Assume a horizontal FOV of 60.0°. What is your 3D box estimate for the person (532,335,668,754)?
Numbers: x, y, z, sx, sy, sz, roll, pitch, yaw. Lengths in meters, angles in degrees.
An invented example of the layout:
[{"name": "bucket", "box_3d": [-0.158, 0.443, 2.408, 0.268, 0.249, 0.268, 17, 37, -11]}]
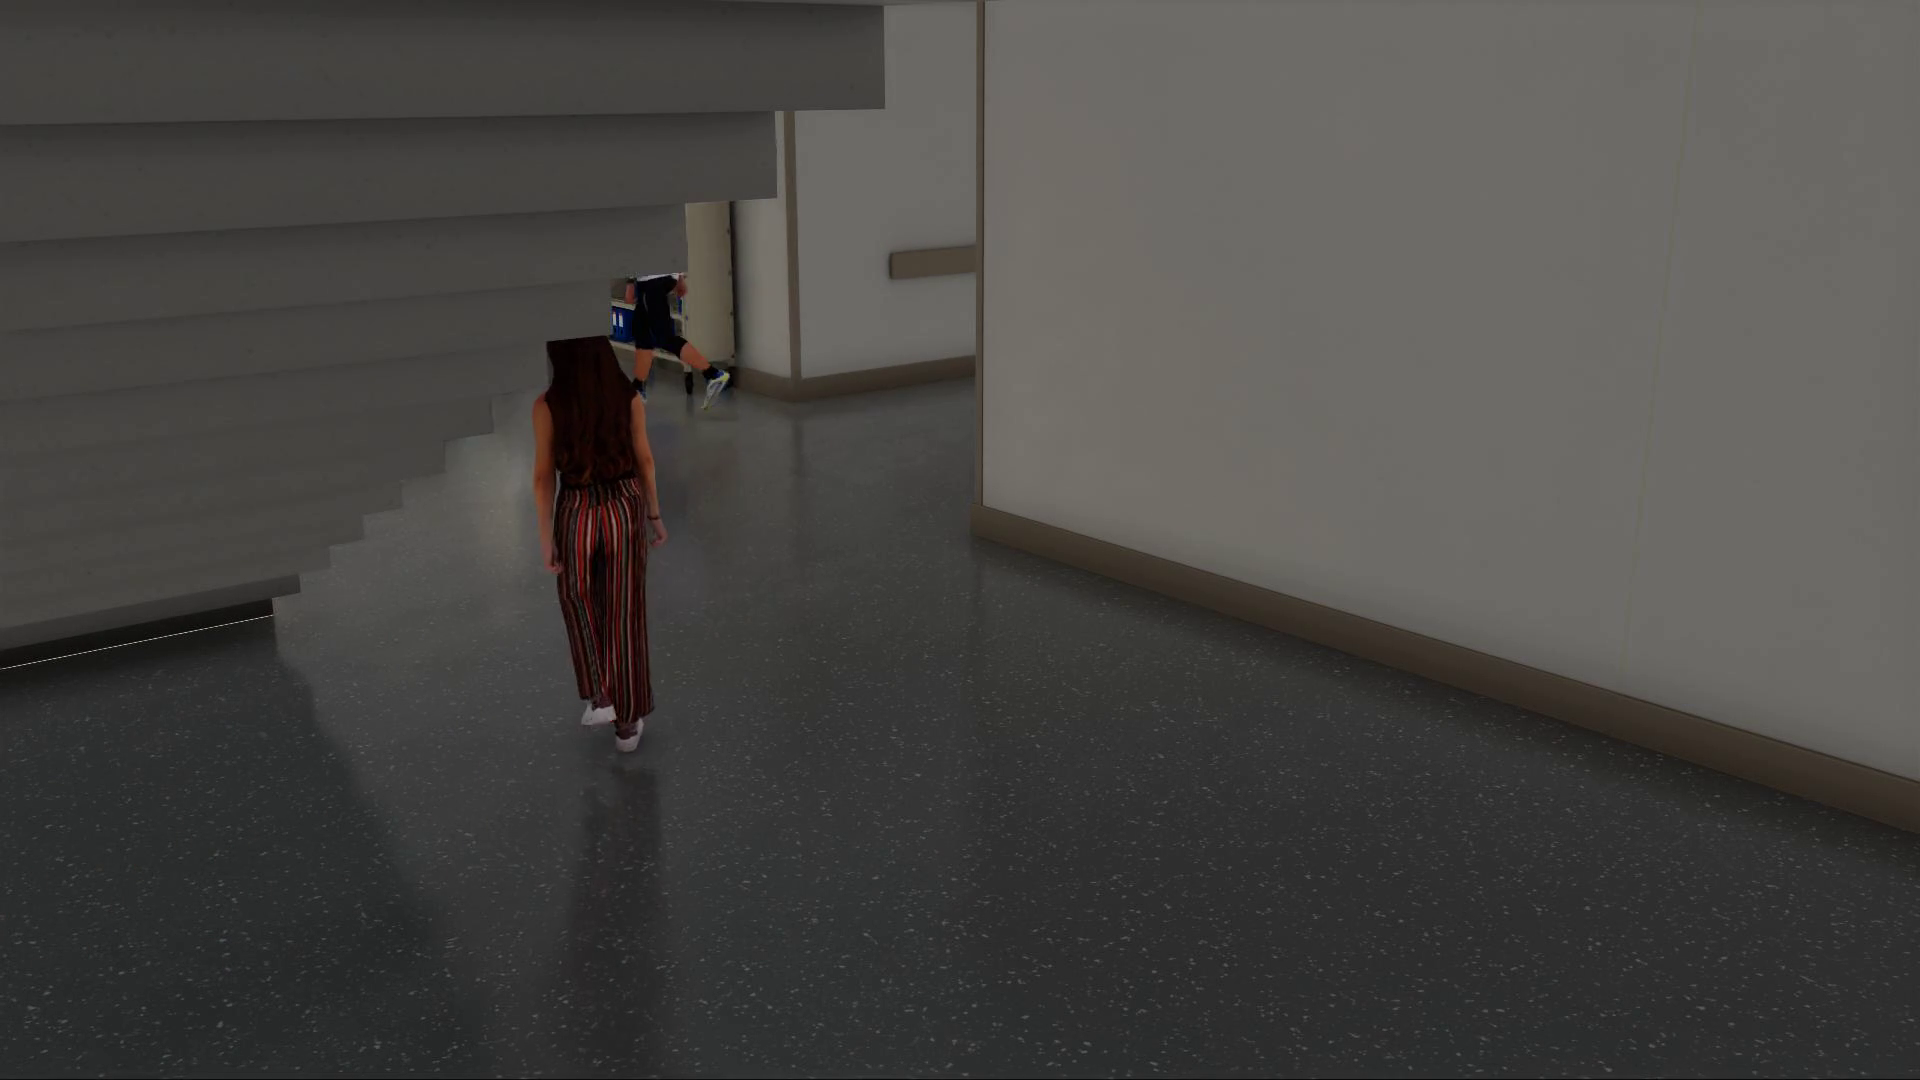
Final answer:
[{"name": "person", "box_3d": [-1.204, -0.020, 5.585, 0.706, 1.549, 0.741, -4, 16, -13]}]
